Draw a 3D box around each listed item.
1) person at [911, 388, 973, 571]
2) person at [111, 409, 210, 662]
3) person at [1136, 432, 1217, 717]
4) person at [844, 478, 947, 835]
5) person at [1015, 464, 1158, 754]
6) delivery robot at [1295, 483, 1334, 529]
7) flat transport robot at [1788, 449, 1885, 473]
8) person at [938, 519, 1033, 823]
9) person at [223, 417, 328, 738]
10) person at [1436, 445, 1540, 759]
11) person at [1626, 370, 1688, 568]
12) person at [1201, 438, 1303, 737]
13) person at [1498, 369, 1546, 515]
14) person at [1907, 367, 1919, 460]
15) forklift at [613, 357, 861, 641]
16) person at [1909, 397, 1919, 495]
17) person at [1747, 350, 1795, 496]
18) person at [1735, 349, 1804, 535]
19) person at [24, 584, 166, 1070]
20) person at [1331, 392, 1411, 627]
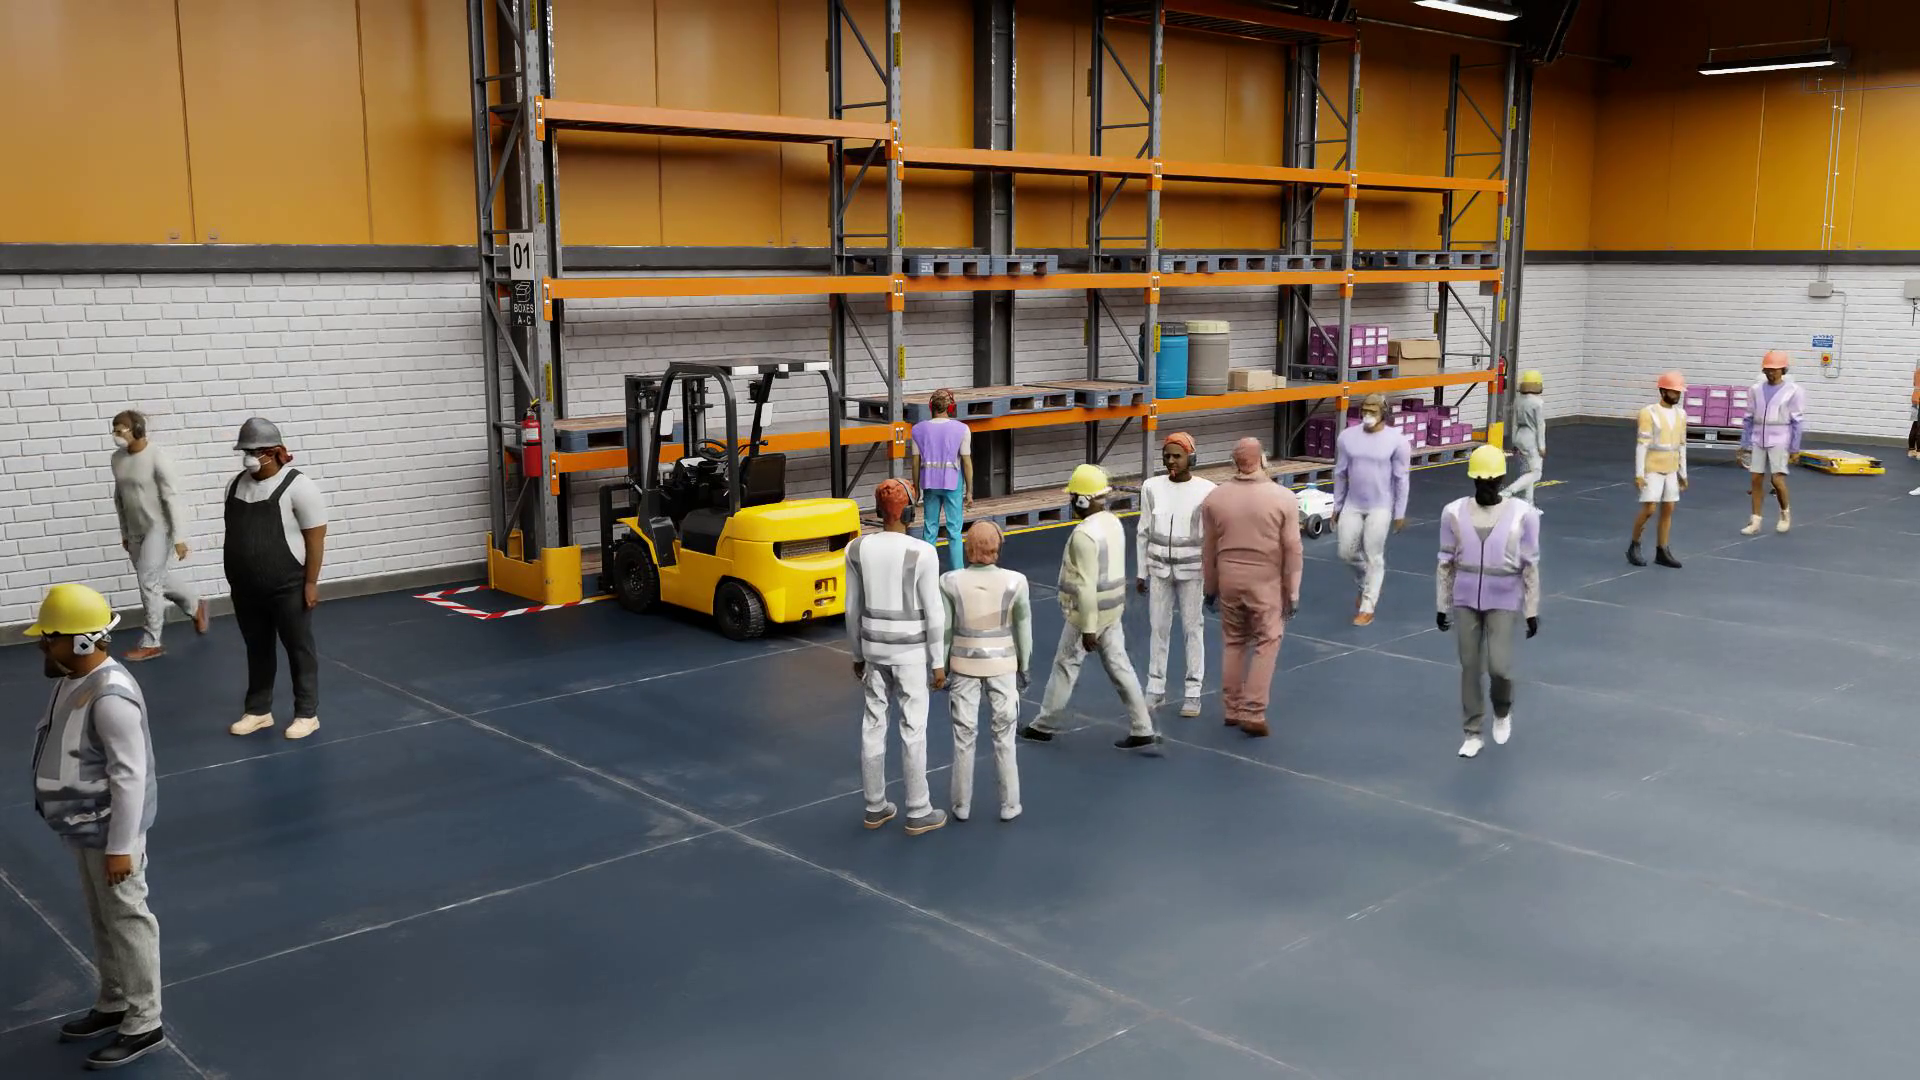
[{"bbox_3d":[-0.164,-0.446,15.052,0.563,1.847,0.389,2,10,13],"label":"person"},{"bbox_3d":[-6.118,-0.071,12.732,0.664,1.904,0.854,5,11,26],"label":"person"},{"bbox_3d":[1.434,0.226,11.017,0.576,1.883,0.354,5,11,26],"label":"person"},{"bbox_3d":[-0.331,0.611,8.760,0.573,1.883,0.353,5,11,27],"label":"person"},{"bbox_3d":[0.810,0.425,10.171,0.954,1.784,0.602,5,11,29],"label":"person"},{"bbox_3d":[3.819,-0.376,18.150,0.477,0.478,0.707,9,13,42],"label":"delivery robot"},{"bbox_3d":[12.441,-1.125,23.638,0.652,0.197,1.431,0,10,0],"label":"flat transport robot"},{"bbox_3d":[0.129,0.707,8.915,0.522,1.638,0.310,1,10,3],"label":"person"},{"bbox_3d":[-4.352,0.241,10.468,0.682,2.000,0.536,3,10,16],"label":"person"},{"bbox_3d":[3.189,0.369,10.085,0.617,1.912,0.457,6,11,32],"label":"person"},{"bbox_3d":[6.855,-0.690,16.241,0.572,1.933,0.385,-3,10,-19],"label":"person"},{"bbox_3d":[1.846,0.319,10.585,0.671,1.922,0.458,6,11,31],"label":"person"},{"bbox_3d":[6.564,-1.122,19.341,0.642,1.722,0.494,-3,10,-17],"label":"person"},{"bbox_3d":[14.396,-2.039,24.820,0.320,1.698,0.531,1,10,8],"label":"person"},{"bbox_3d":[-1.847,-0.414,13.852,1.214,2.155,2.313,-9,13,-42],"label":"forklift"},{"bbox_3d":[12.354,-1.487,20.946,0.374,1.916,0.597,-5,11,-25],"label":"person"},{"bbox_3d":[10.257,-1.482,21.056,0.531,1.870,0.316,0,10,0],"label":"person"},{"bbox_3d":[8.770,-1.051,18.060,0.477,2.036,0.617,-6,12,-33],"label":"person"},{"bbox_3d":[-3.246,1.063,6.263,0.404,1.833,0.591,-8,13,-40],"label":"person"},{"bbox_3d":[3.394,-0.263,13.747,0.646,1.929,0.536,7,12,35],"label":"person"}]
